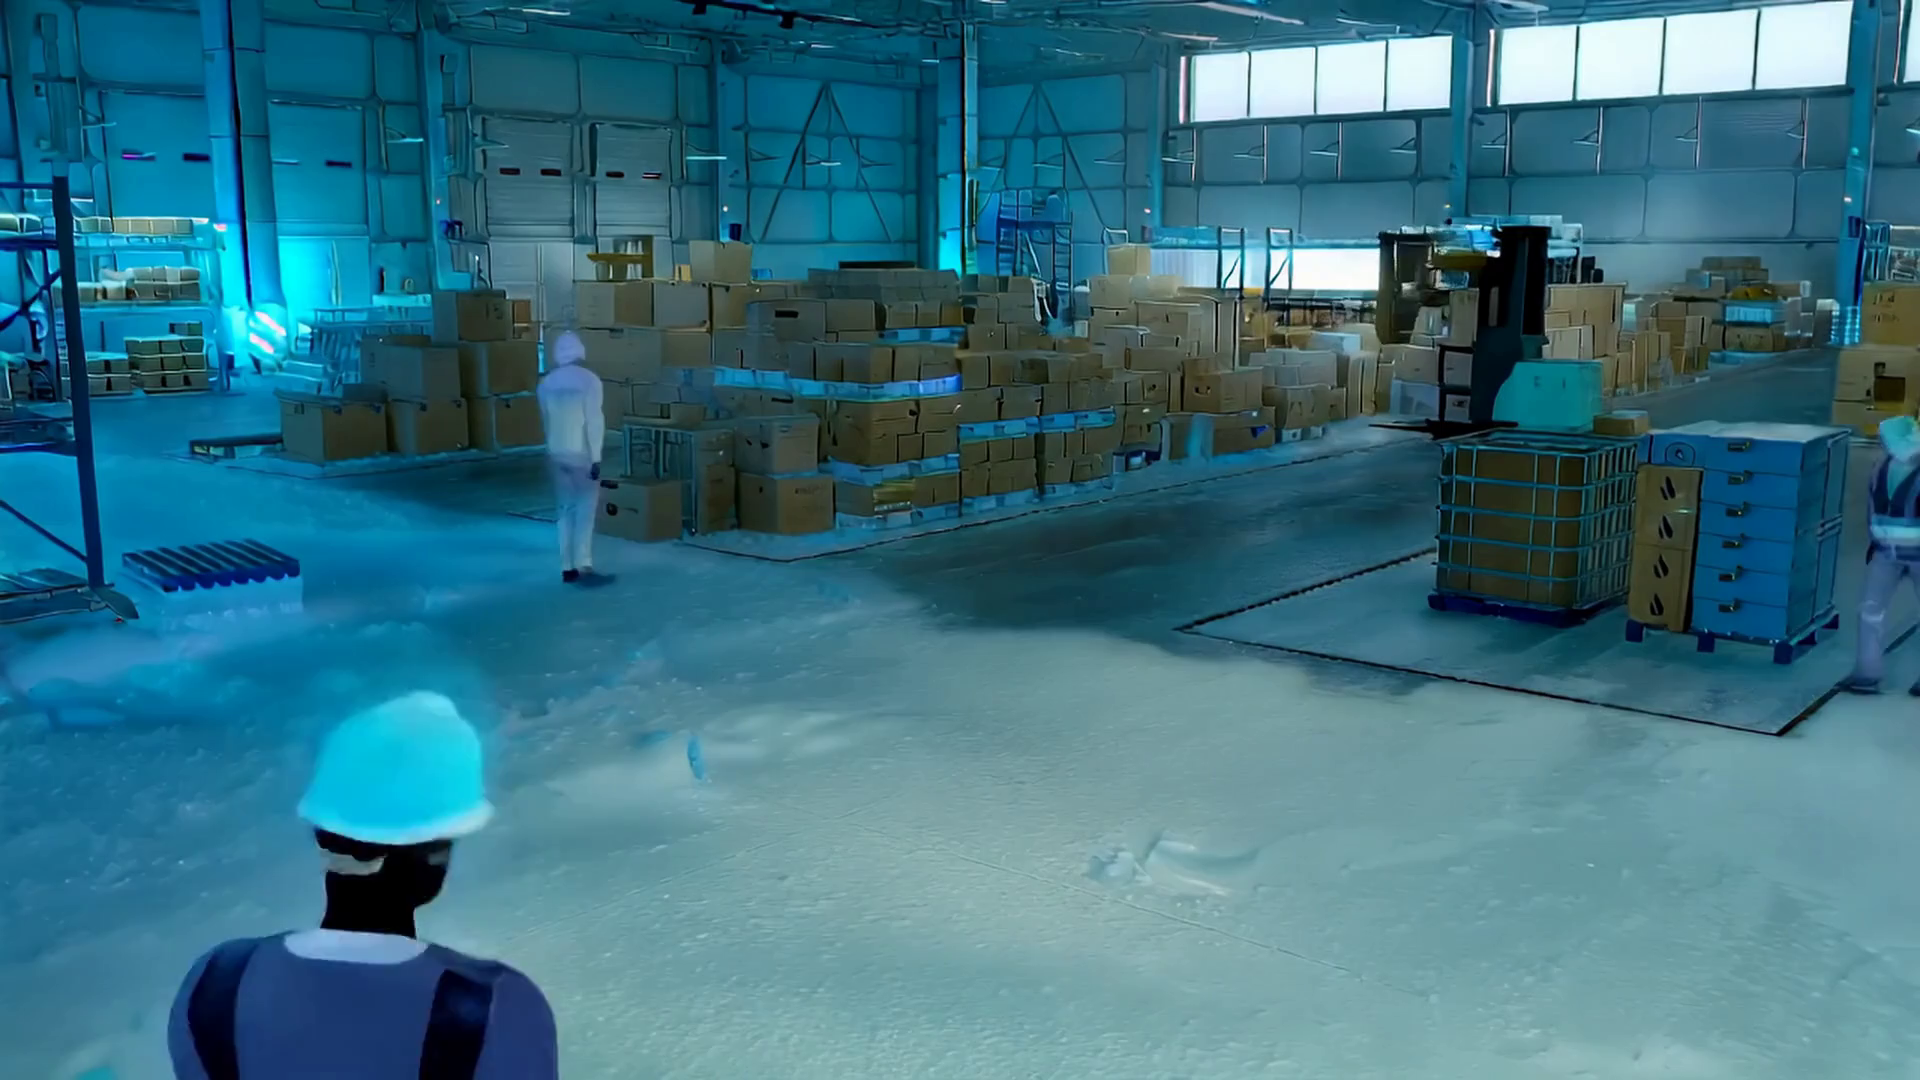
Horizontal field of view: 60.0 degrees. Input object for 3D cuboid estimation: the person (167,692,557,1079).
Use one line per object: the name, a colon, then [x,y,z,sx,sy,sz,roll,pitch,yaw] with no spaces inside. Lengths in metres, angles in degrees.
person: [-0.826,1.181,2.441,0.577,1.922,0.386,0,10,2]

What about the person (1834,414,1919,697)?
person: [5.309,0.101,9.403,0.732,1.601,0.635,-3,10,-18]

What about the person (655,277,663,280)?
person: [-6.505,-4.725,36.021,0.636,1.928,0.383,-4,11,-23]

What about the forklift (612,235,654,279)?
forklift: [-7.300,-5.450,37.421,1.873,2.768,1.129,8,13,40]

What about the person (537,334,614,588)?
person: [-2.899,-0.600,12.624,0.795,1.894,0.437,8,13,38]

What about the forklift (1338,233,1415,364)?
forklift: [8.302,-4.474,31.864,1.873,2.768,1.129,8,13,40]

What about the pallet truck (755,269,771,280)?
pallet truck: [-4.996,-6.432,45.525,1.885,1.965,0.823,-6,12,-32]

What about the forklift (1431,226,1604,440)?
forklift: [7.339,-2.688,21.696,1.873,2.768,1.129,8,13,40]
